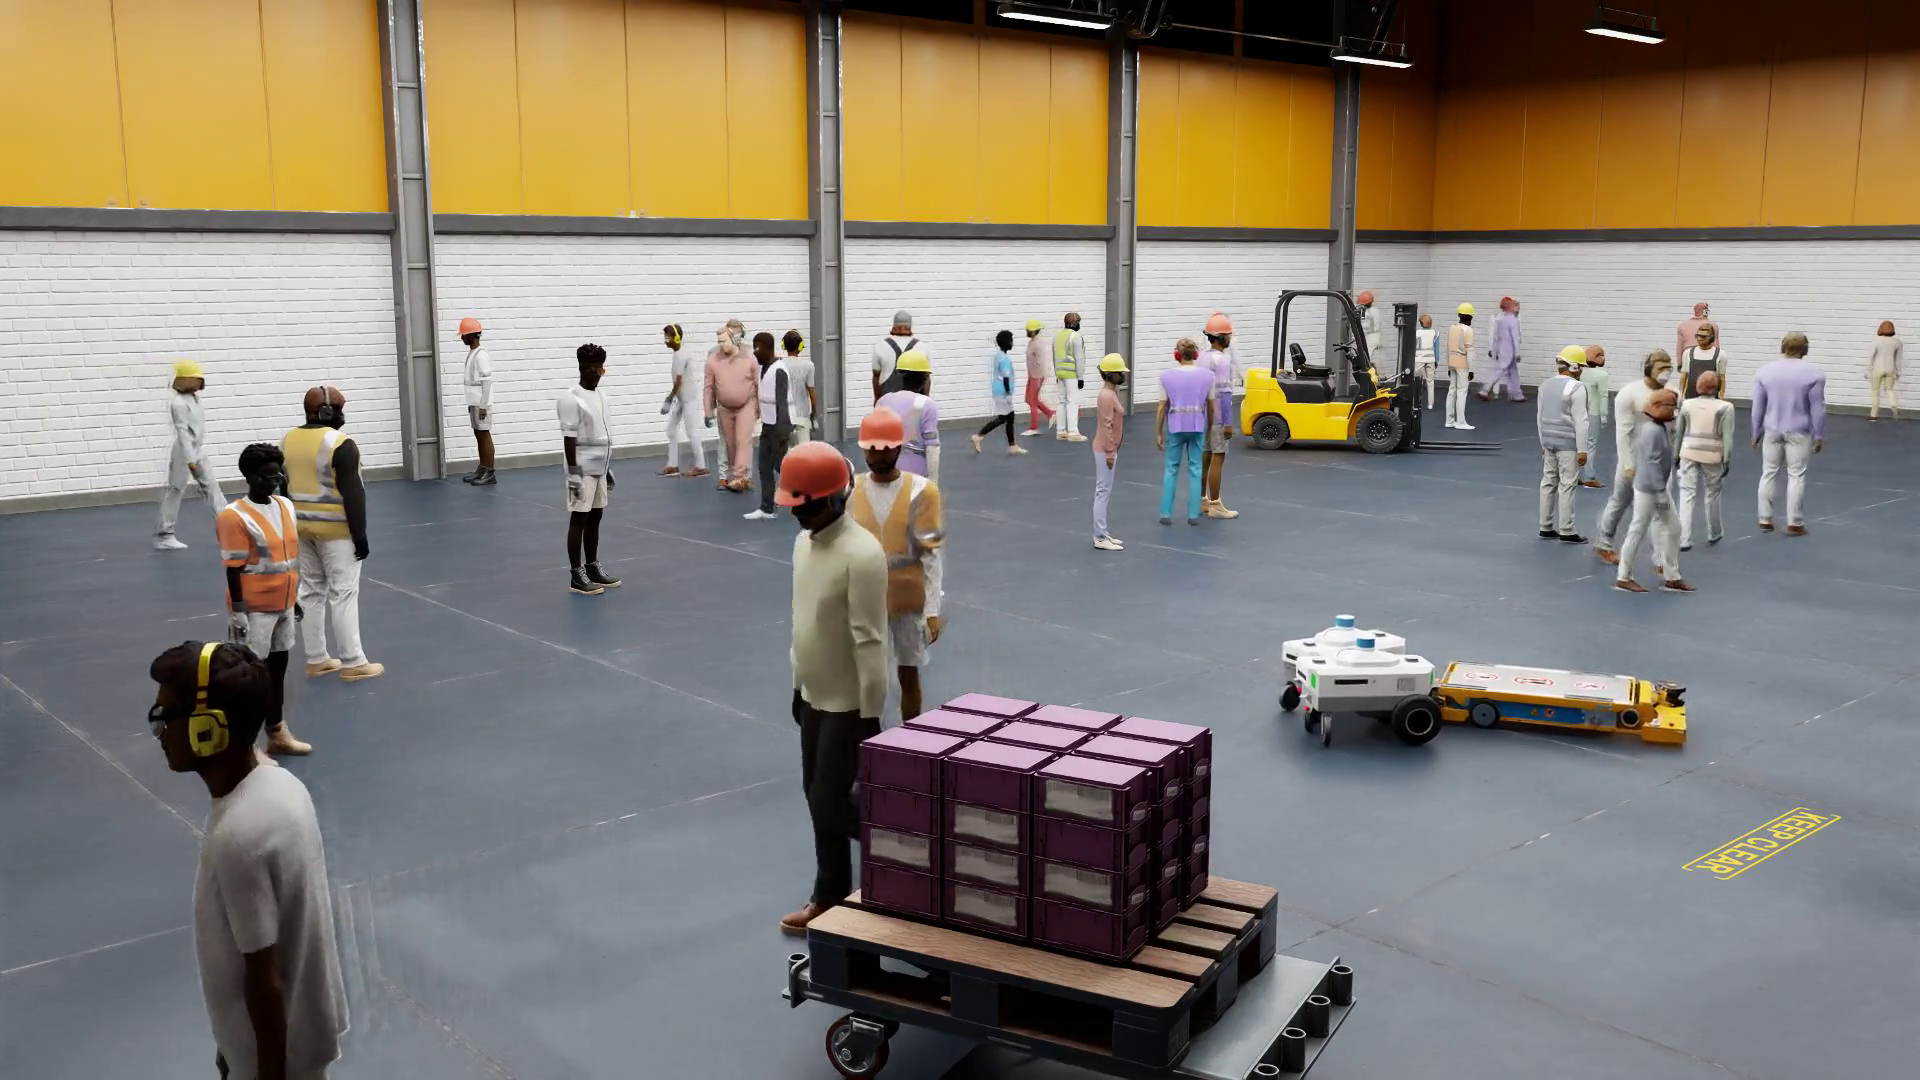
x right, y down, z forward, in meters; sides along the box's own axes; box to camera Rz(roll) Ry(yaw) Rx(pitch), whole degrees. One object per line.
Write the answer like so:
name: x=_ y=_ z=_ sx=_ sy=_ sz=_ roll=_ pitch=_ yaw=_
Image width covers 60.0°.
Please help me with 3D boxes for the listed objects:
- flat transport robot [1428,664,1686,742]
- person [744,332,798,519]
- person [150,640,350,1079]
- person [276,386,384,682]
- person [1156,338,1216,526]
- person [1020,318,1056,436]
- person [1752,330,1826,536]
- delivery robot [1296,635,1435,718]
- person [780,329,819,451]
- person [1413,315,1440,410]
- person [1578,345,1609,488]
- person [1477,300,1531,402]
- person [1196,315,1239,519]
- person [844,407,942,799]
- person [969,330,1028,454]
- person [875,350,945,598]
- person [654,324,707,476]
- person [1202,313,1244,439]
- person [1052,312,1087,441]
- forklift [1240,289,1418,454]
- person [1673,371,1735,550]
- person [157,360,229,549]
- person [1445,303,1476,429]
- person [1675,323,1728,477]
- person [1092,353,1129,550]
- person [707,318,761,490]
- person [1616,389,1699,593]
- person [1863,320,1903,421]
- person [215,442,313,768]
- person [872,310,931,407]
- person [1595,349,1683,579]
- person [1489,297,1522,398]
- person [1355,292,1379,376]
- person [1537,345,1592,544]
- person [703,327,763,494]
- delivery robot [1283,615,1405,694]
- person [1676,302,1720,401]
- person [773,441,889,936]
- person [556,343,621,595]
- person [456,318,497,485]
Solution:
flat transport robot: x=3.342 y=0.900 z=9.443 sx=1.431 sy=0.197 sz=0.652 roll=4 pitch=10 yaw=22
person: x=-1.786 y=-1.150 z=16.750 sx=0.773 sy=1.884 sz=0.640 roll=-5 pitch=11 yaw=-25
person: x=-1.576 y=1.122 z=3.565 sx=0.785 sy=1.832 sz=0.549 roll=-2 pitch=10 yaw=-11
person: x=-3.922 y=-0.038 z=10.358 sx=0.619 sy=1.840 sz=0.430 roll=5 pitch=11 yaw=26
person: x=2.201 y=-1.048 z=16.253 sx=0.567 sy=1.844 sz=0.426 roll=0 pitch=10 yaw=-1
person: x=1.159 y=-2.394 z=24.403 sx=0.521 sy=1.741 sz=0.555 roll=-2 pitch=10 yaw=-10
person: x=7.833 y=-1.008 z=15.744 sx=0.635 sy=1.936 sz=0.355 roll=9 pitch=13 yaw=42
delivery robot: x=2.219 y=0.764 z=9.134 sx=0.707 sy=0.478 sz=0.477 roll=-1 pitch=10 yaw=-3
person: x=-1.748 y=-1.281 z=17.536 sx=0.520 sy=1.873 sz=0.328 roll=1 pitch=10 yaw=5
person: x=7.964 y=-3.042 z=28.531 sx=0.522 sy=1.637 sz=0.306 roll=-1 pitch=10 yaw=-6
person: x=7.182 y=-1.409 z=18.982 sx=0.268 sy=1.630 sz=0.507 roll=-5 pitch=11 yaw=-25
person: x=9.822 y=-3.390 z=29.967 sx=0.979 sy=1.856 sz=0.643 roll=1 pitch=10 yaw=4
person: x=2.586 y=-1.233 z=16.741 sx=0.370 sy=2.048 sz=0.607 roll=-3 pitch=10 yaw=-18
person: x=-0.360 y=0.317 z=8.085 sx=0.563 sy=1.908 sz=0.819 roll=1 pitch=10 yaw=9
person: x=0.513 y=-1.946 z=21.997 sx=0.740 sy=1.672 sz=0.539 roll=-1 pitch=10 yaw=-5
person: x=-0.389 y=-0.495 z=12.778 sx=0.589 sy=1.924 sz=0.384 roll=7 pitch=12 yaw=36
person: x=-3.368 y=-1.643 z=19.785 sx=0.747 sy=1.829 sz=0.514 roll=-4 pitch=10 yaw=-20
person: x=3.723 y=-2.296 z=23.595 sx=0.972 sy=1.837 sz=0.588 roll=-9 pitch=13 yaw=-42
person: x=1.583 y=-2.330 z=23.769 sx=0.429 sy=1.839 sz=0.634 roll=-6 pitch=11 yaw=-31
forklift: x=5.034 y=-2.339 z=22.783 sx=2.313 sy=2.155 sz=1.214 roll=3 pitch=10 yaw=16
person: x=6.738 y=-0.729 z=15.063 sx=0.535 sy=1.596 sz=0.830 roll=8 pitch=12 yaw=38
person: x=-6.856 y=-0.760 z=14.986 sx=0.899 sy=1.695 sz=0.515 roll=0 pitch=10 yaw=-2
person: x=7.652 y=-2.648 z=25.371 sx=0.372 sy=1.925 sz=0.595 roll=-3 pitch=10 yaw=-19
person: x=8.855 y=-1.666 z=19.869 sx=0.517 sy=1.841 sz=0.325 roll=6 pitch=12 yaw=33
person: x=1.354 y=-0.797 z=15.008 sx=0.316 sy=1.769 sz=0.523 roll=1 pitch=10 yaw=6
person: x=-2.539 y=-1.533 z=18.812 sx=0.632 sy=1.940 sz=0.372 roll=-1 pitch=10 yaw=-8
person: x=5.479 y=-0.359 z=12.913 sx=0.700 sy=1.610 sz=0.508 roll=7 pitch=12 yaw=37
person: x=14.671 y=-2.672 z=26.410 sx=0.521 sy=1.621 sz=0.537 roll=1 pitch=10 yaw=5
person: x=-3.590 y=0.336 z=8.593 sx=0.320 sy=1.690 sz=0.537 roll=3 pitch=10 yaw=15
person: x=-0.698 y=-1.727 z=19.649 sx=0.687 sy=2.000 sz=0.950 roll=-1 pitch=10 yaw=-5
person: x=5.691 y=-0.654 z=13.866 sx=0.617 sy=1.887 sz=1.043 roll=-1 pitch=10 yaw=-9
person: x=10.095 y=-3.558 z=30.836 sx=0.573 sy=1.883 sz=0.356 roll=2 pitch=10 yaw=10
person: x=7.556 y=-3.599 z=30.796 sx=0.392 sy=1.993 sz=0.753 roll=6 pitch=11 yaw=30
person: x=5.570 y=-0.875 z=15.302 sx=0.403 sy=1.822 sz=0.588 roll=-4 pitch=10 yaw=-21
person: x=-2.515 y=-1.430 z=18.498 sx=0.702 sy=1.847 sz=0.959 roll=1 pitch=10 yaw=9
delivery robot: x=2.224 y=0.679 z=9.636 sx=0.707 sy=0.478 sz=0.477 roll=-5 pitch=11 yaw=-27
person: x=11.739 y=-2.818 z=26.460 sx=0.641 sy=1.901 sz=0.401 roll=9 pitch=13 yaw=42
person: x=-0.435 y=0.589 z=6.320 sx=0.592 sy=1.959 sz=0.699 roll=-6 pitch=11 yaw=-31
person: x=-2.912 y=-0.564 z=13.078 sx=0.376 sy=1.959 sz=0.600 roll=3 pitch=10 yaw=16
person: x=-5.580 y=-1.594 z=19.192 sx=0.376 sy=1.931 sz=0.542 roll=-5 pitch=11 yaw=-29
